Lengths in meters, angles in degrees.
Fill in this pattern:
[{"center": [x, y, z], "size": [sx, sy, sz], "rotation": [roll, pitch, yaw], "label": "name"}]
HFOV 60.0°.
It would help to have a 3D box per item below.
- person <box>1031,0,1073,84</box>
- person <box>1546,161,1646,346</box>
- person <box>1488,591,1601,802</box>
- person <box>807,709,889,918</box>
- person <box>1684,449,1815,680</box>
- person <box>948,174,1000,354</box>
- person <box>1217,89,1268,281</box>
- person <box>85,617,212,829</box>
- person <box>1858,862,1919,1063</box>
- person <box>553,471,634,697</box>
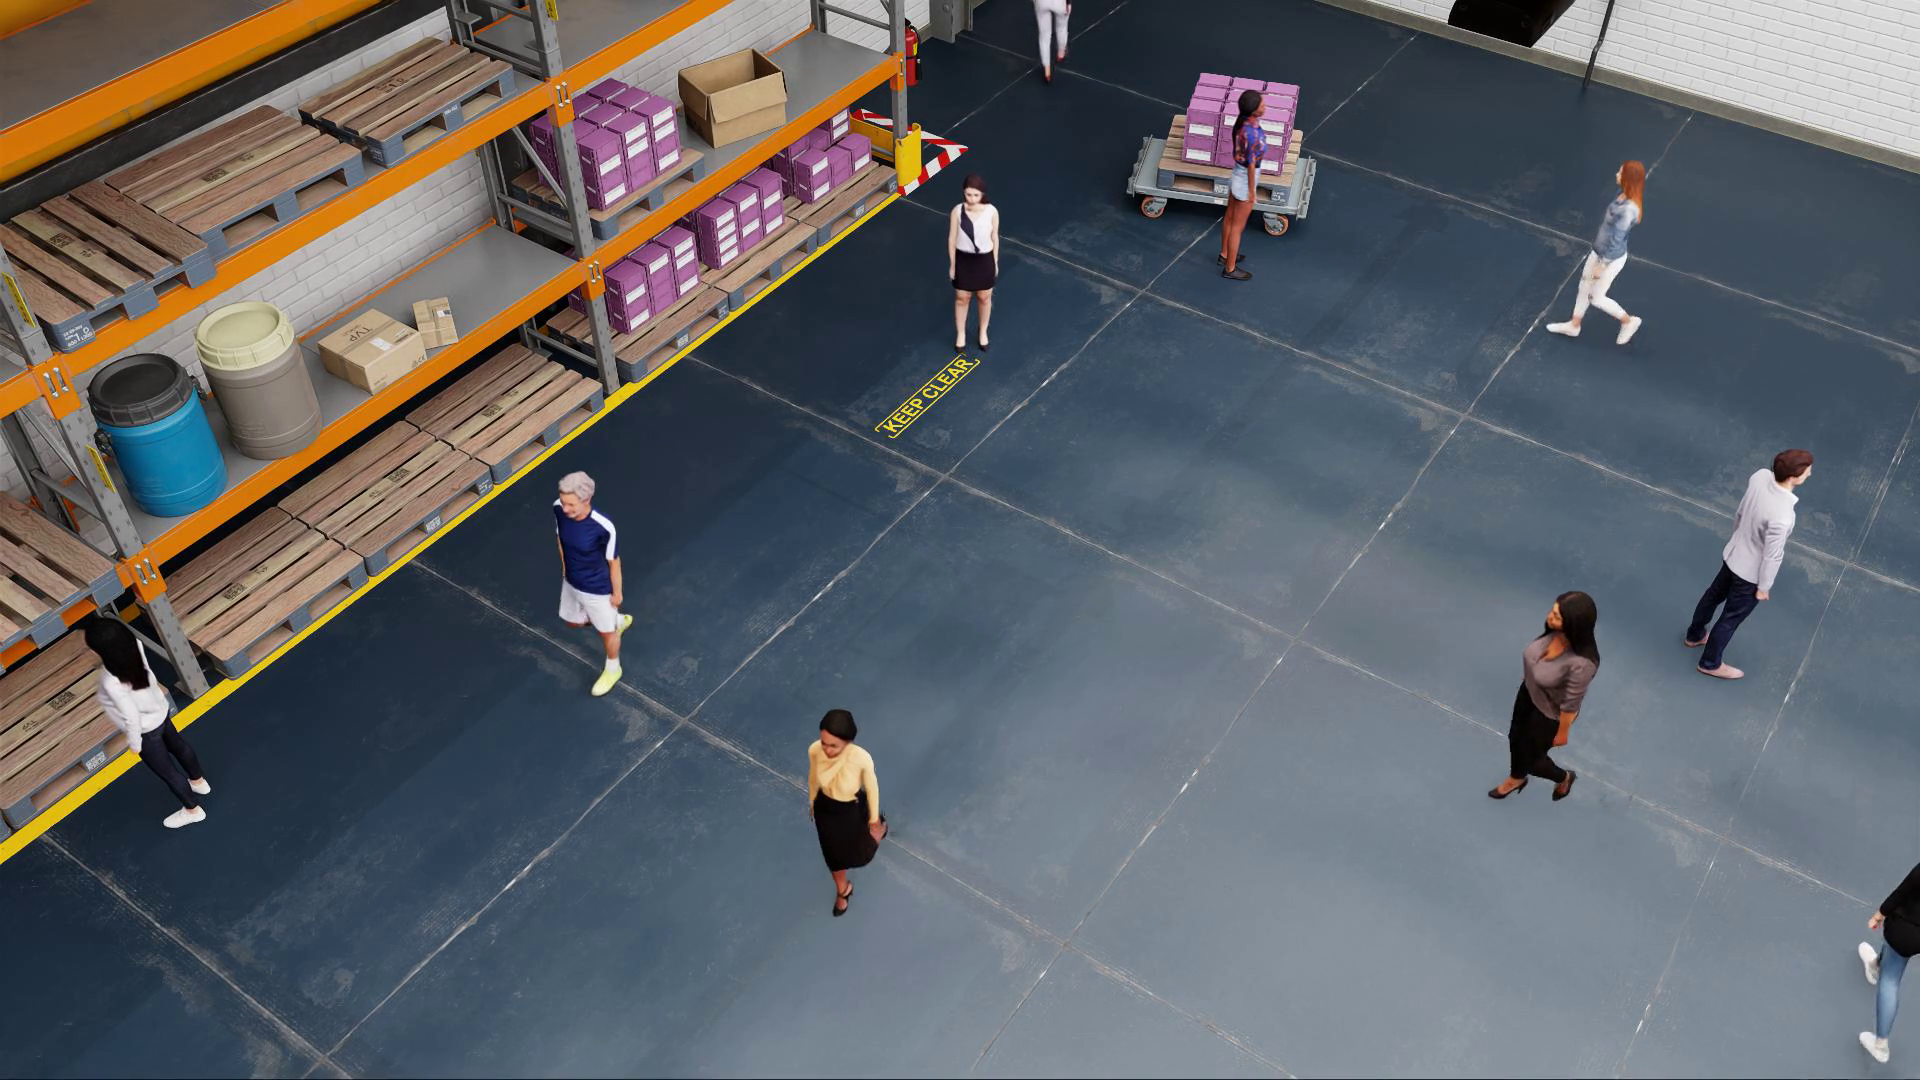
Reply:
[{"center": [0.921, -5.411, 16.862], "size": [0.840, 1.581, 0.993], "rotation": [5, 44, 6], "label": "person"}, {"center": [5.346, -2.285, 13.506], "size": [0.930, 1.684, 0.979], "rotation": [7, 44, 7], "label": "person"}, {"center": [3.603, 0.997, 9.959], "size": [0.942, 1.826, 0.884], "rotation": [-5, 44, -6], "label": "person"}, {"center": [-0.631, 1.513, 9.554], "size": [0.699, 1.636, 0.905], "rotation": [15, 46, 15], "label": "person"}, {"center": [5.150, 0.125, 10.855], "size": [0.827, 1.852, 0.723], "rotation": [0, 44, 0], "label": "person"}, {"center": [0.114, -2.231, 13.476], "size": [0.638, 1.648, 0.679], "rotation": [-3, 44, -3], "label": "person"}, {"center": [2.424, -3.067, 14.286], "size": [0.726, 1.741, 0.640], "rotation": [-2, 44, -2], "label": "person"}, {"center": [-4.868, 1.073, 9.970], "size": [0.767, 1.701, 0.705], "rotation": [-6, 44, -7], "label": "person"}, {"center": [5.151, 2.149, 8.907], "size": [0.908, 1.609, 1.142], "rotation": [6, 44, 6], "label": "person"}, {"center": [-2.344, 0.208, 10.785], "size": [0.693, 1.828, 0.828], "rotation": [21, 48, 21], "label": "person"}]
